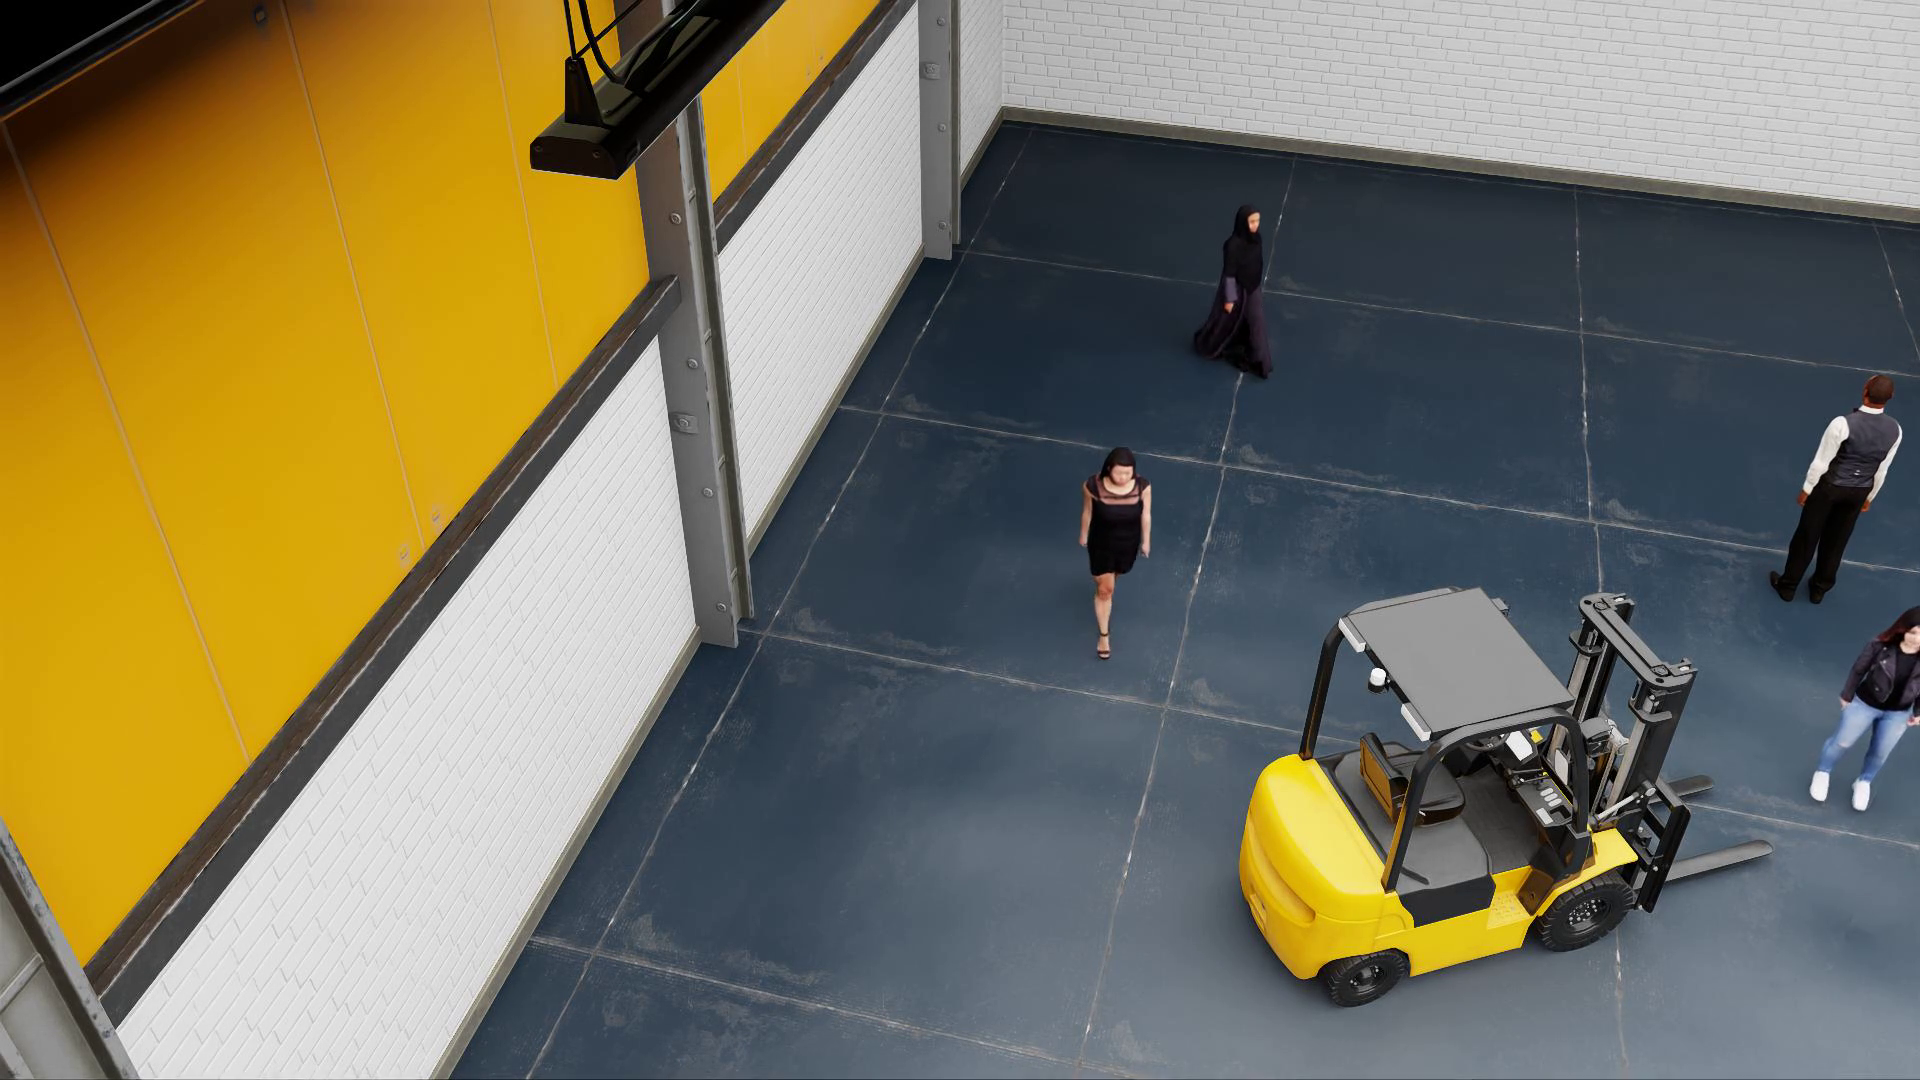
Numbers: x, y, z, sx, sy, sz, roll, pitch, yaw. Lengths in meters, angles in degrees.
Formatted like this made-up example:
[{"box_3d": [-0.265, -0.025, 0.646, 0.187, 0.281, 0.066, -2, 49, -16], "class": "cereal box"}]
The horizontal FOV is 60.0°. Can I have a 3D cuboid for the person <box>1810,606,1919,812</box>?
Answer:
[{"box_3d": [5.871, 1.044, 10.609, 0.627, 1.629, 0.547, 10, 40, 12], "class": "person"}]

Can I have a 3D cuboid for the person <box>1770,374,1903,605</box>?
[{"box_3d": [6.418, -0.357, 12.133, 0.721, 1.916, 0.632, 4, 39, 4], "class": "person"}]

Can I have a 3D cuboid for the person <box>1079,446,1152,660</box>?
[{"box_3d": [1.085, -0.025, 11.911, 0.891, 1.674, 1.162, -3, 39, -4], "class": "person"}]

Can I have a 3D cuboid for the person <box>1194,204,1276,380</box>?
[{"box_3d": [2.422, -2.266, 14.769, 1.126, 1.609, 1.127, -24, 44, -27], "class": "person"}]
